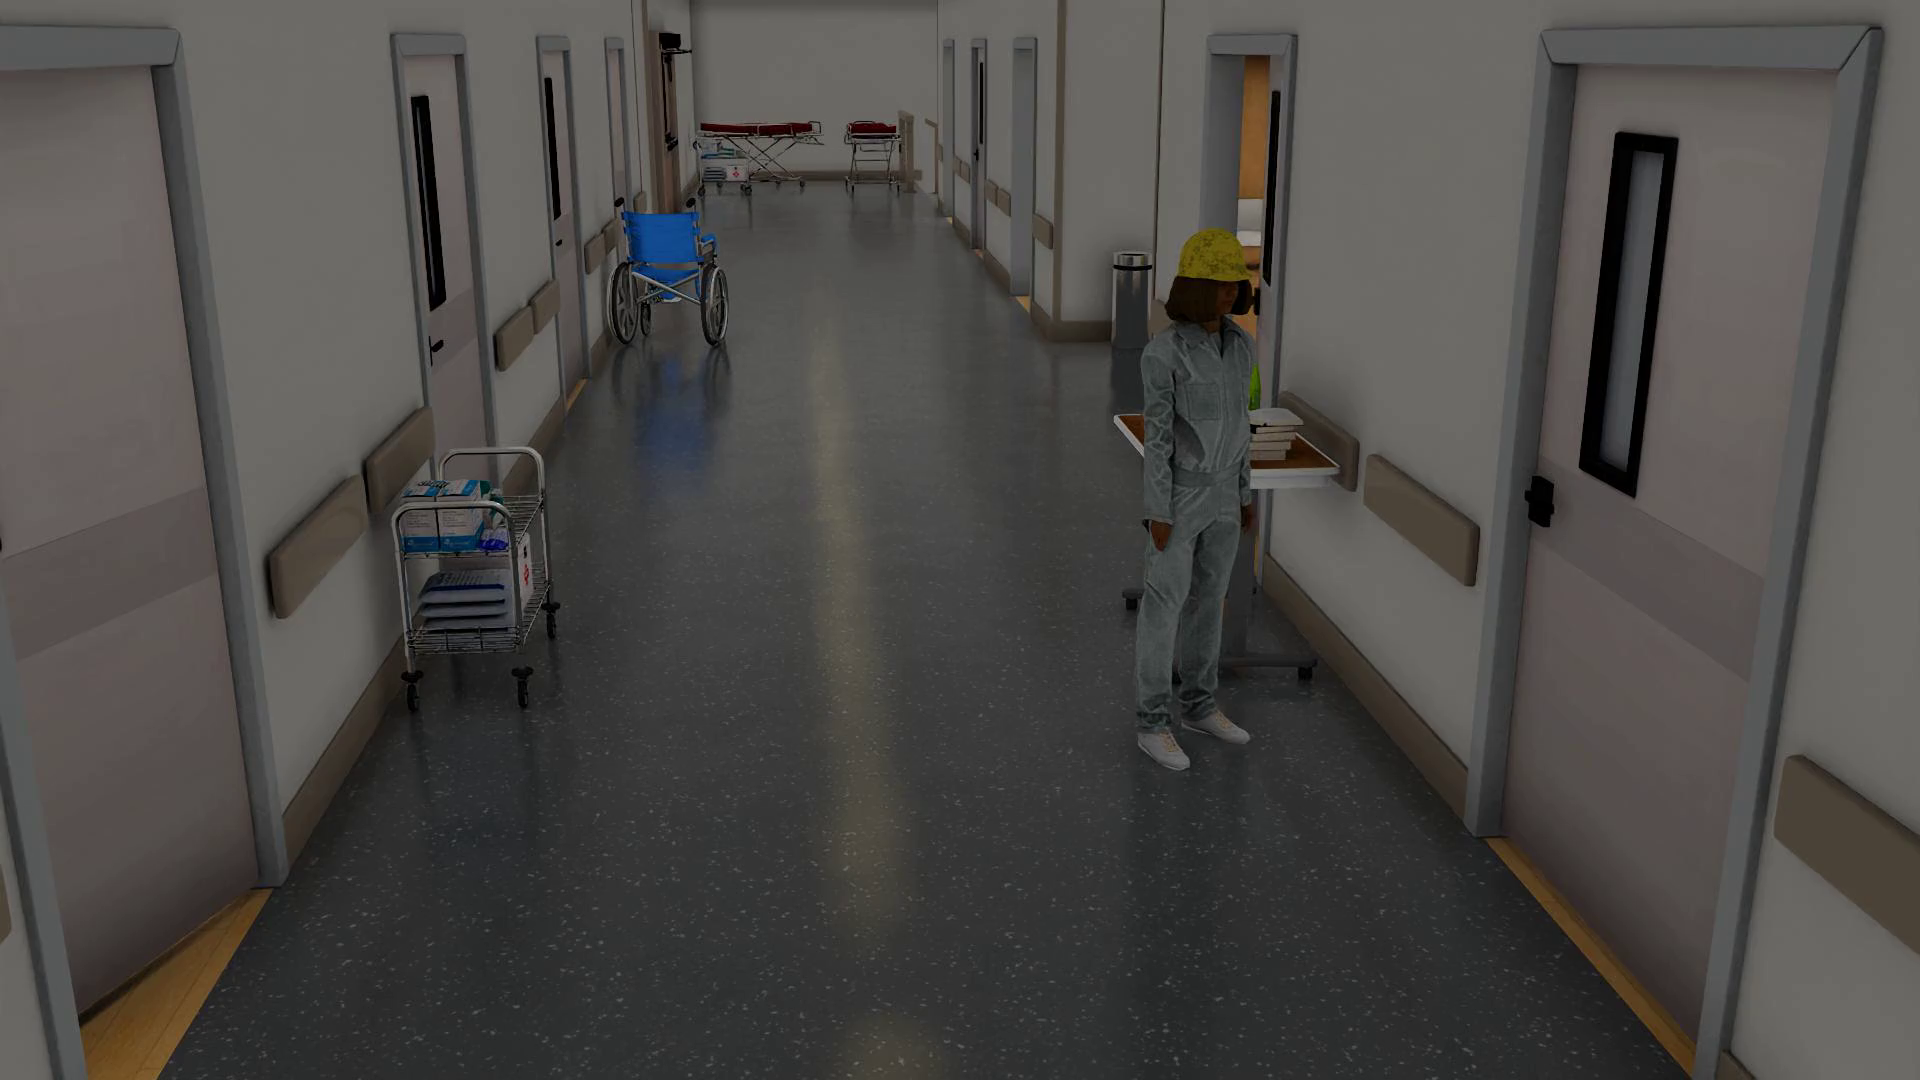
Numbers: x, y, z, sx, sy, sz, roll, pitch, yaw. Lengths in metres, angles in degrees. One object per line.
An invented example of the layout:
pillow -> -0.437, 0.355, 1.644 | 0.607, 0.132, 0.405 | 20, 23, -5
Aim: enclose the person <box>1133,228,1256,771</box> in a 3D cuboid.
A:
person -> 0.785, -0.130, 5.392 | 0.487, 1.744, 0.294 | -14, 22, -40
